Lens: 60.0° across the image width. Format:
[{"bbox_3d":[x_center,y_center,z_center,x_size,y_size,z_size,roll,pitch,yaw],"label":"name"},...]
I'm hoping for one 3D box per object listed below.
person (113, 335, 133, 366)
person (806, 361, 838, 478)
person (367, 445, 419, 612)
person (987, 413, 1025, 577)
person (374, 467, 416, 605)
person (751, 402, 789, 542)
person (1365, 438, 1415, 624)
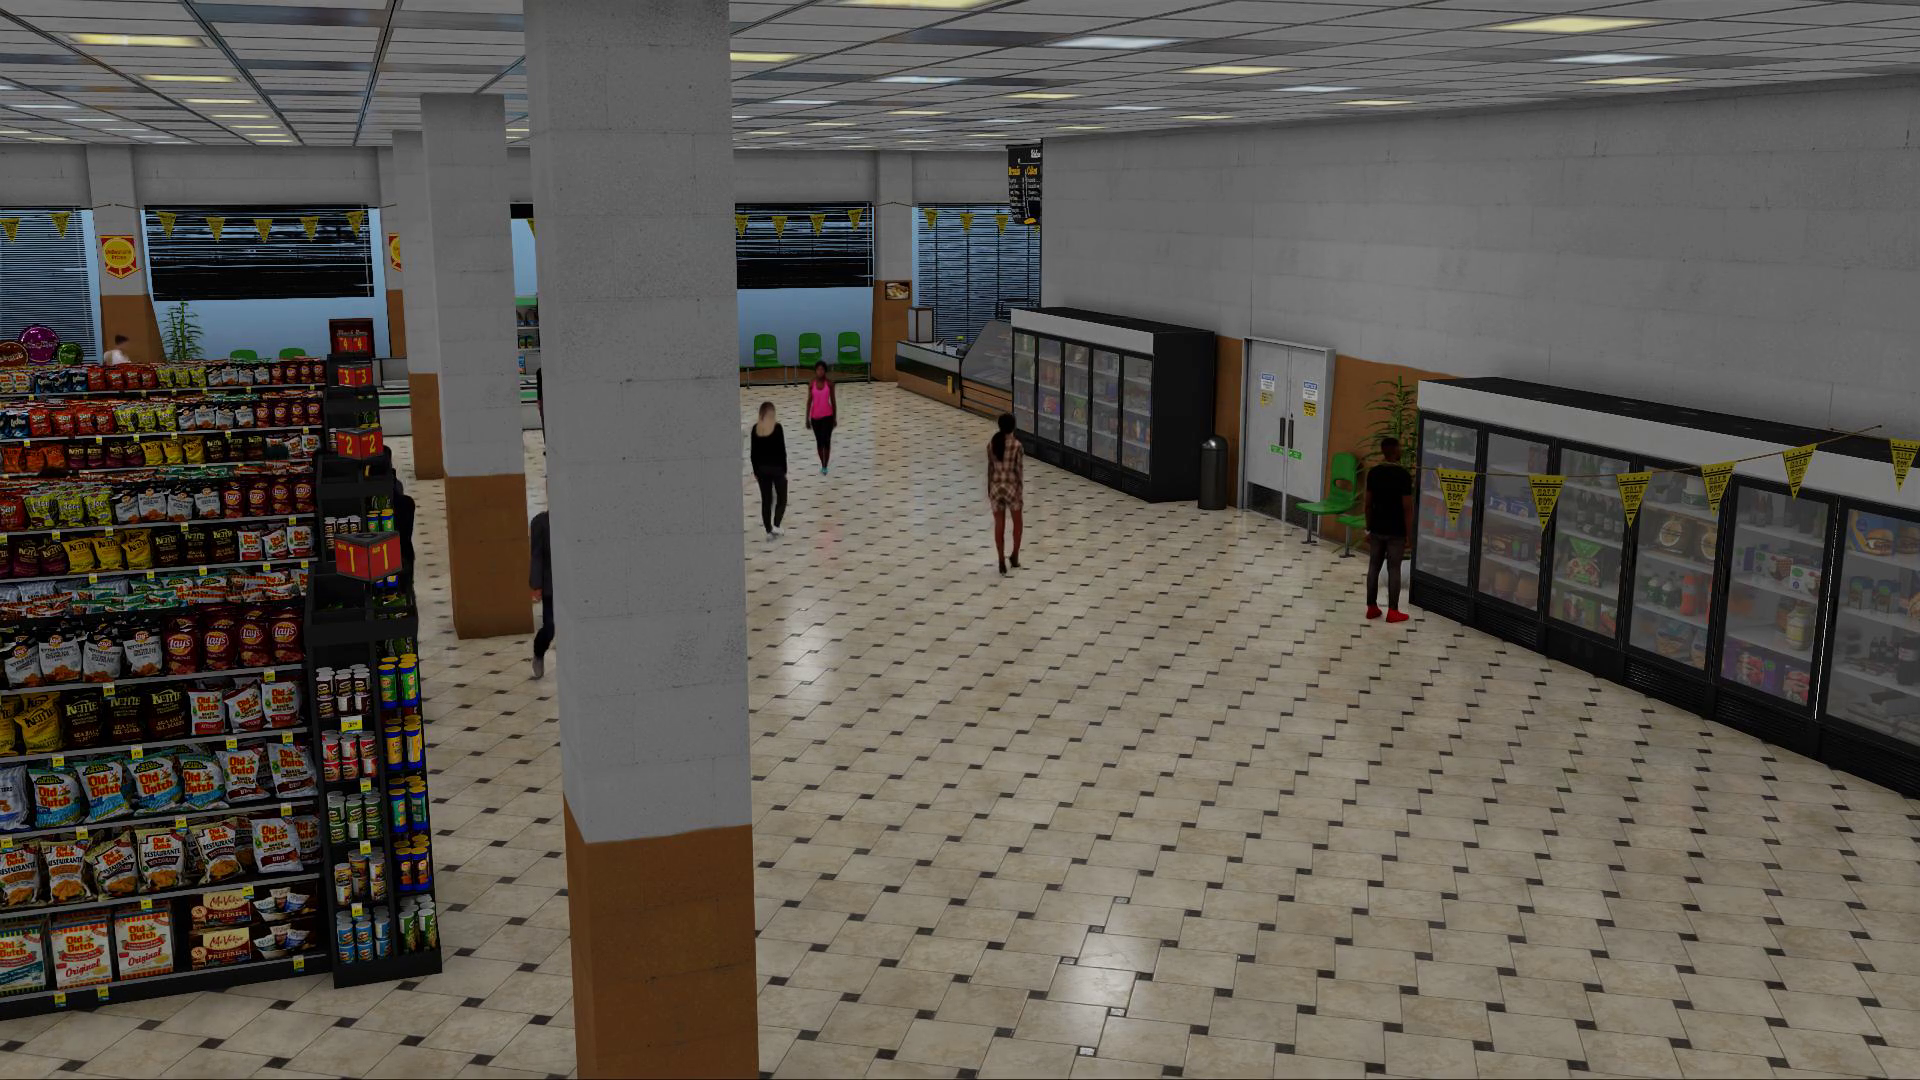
[{"bbox_3d":[-13.920,-2.482,27.583,0.880,1.815,0.817,9,15,37],"label":"person"},{"bbox_3d":[-2.033,-1.790,24.592,1.026,1.695,0.898,0,12,2],"label":"person"},{"bbox_3d":[-5.696,-0.098,16.527,0.646,1.707,0.737,3,12,15],"label":"person"},{"bbox_3d":[0.473,-0.482,18.169,0.734,1.781,0.796,3,12,14],"label":"person"},{"bbox_3d":[-5.191,0.183,15.342,1.005,1.645,0.982,-11,16,-43],"label":"person"},{"bbox_3d":[-2.312,-0.809,19.967,0.683,1.680,0.783,3,12,14],"label":"person"},{"bbox_3d":[4.190,-0.103,16.315,0.719,1.804,0.697,11,16,43],"label":"person"}]
